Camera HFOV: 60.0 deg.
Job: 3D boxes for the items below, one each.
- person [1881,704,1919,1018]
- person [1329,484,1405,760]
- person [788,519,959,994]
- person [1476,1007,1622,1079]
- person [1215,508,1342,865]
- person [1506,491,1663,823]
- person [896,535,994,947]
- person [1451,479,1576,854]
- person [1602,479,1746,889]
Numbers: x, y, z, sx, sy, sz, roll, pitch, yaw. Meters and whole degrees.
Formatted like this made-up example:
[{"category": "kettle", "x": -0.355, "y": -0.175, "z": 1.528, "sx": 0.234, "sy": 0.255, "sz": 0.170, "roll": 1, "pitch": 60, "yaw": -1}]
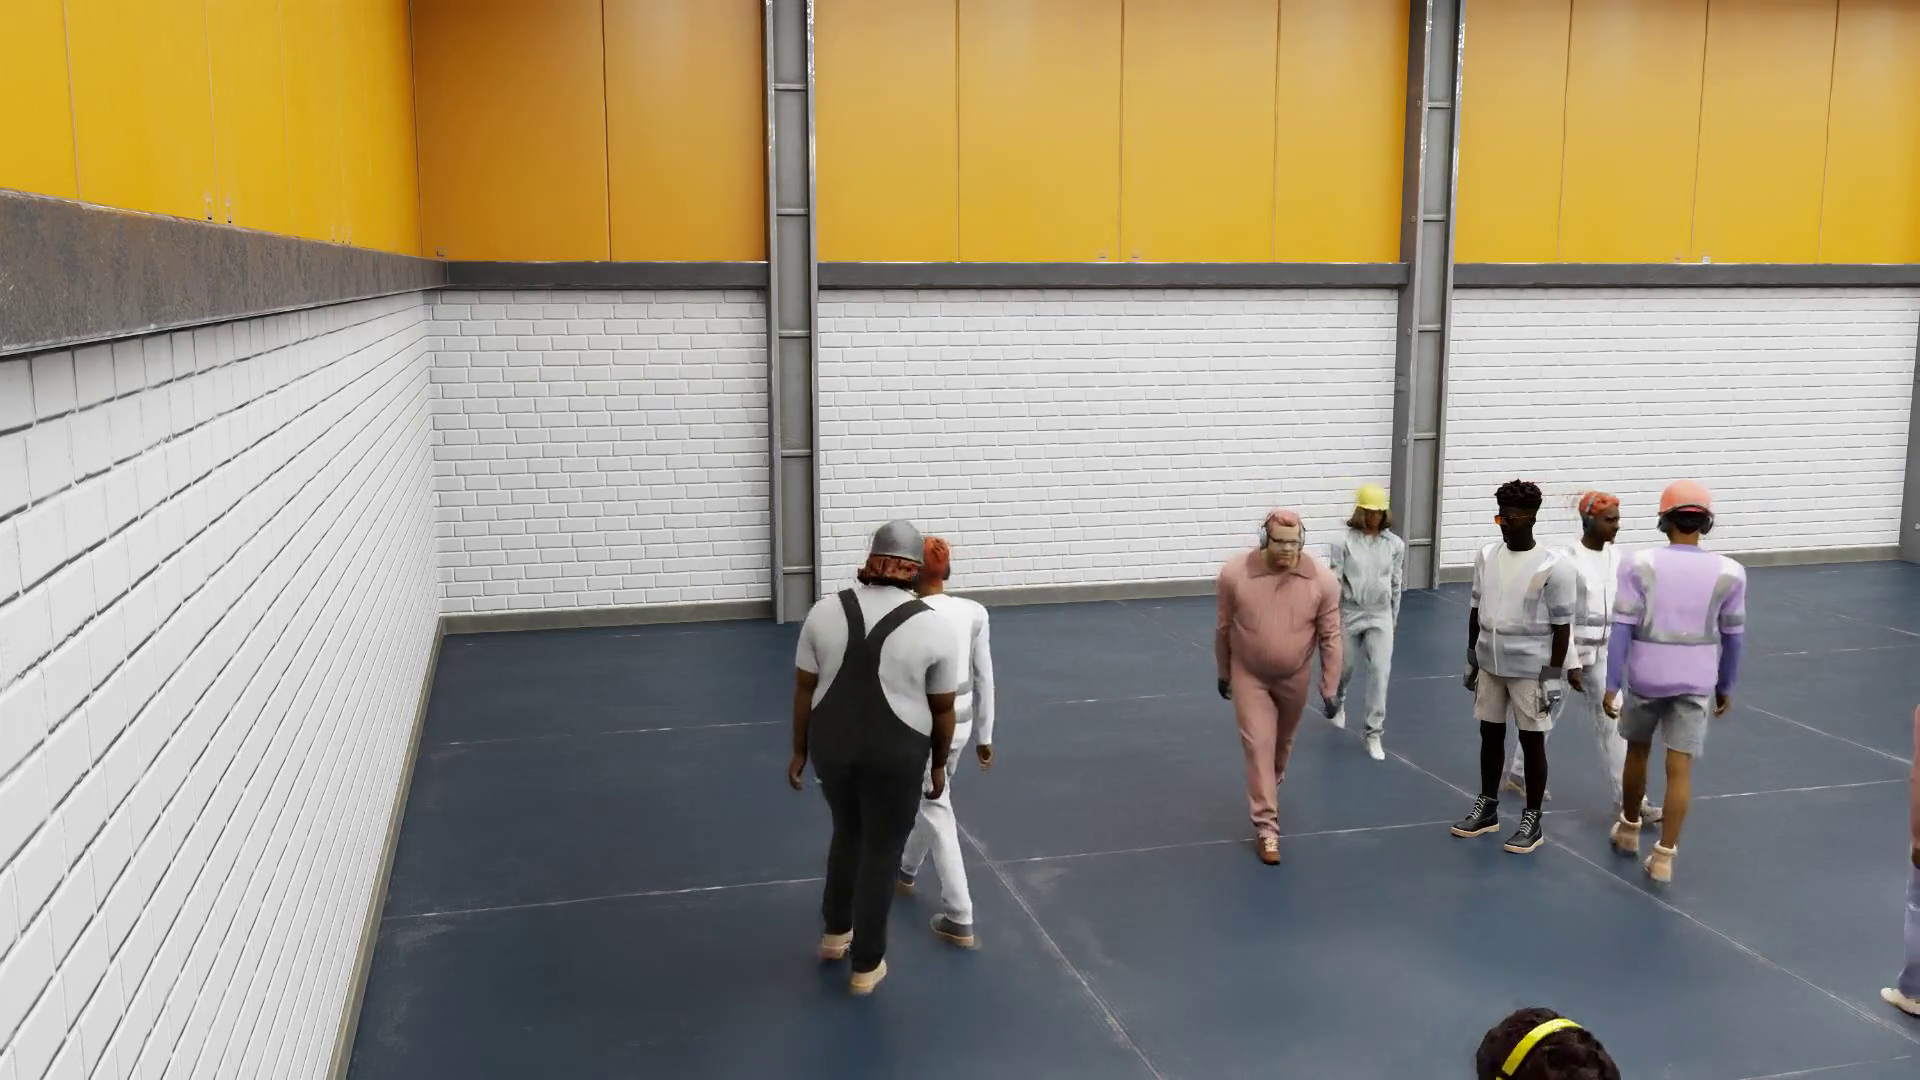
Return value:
[{"category": "person", "x": 3.972, "y": 1.133, "z": 6.491, "sx": 0.528, "sy": 1.746, "sz": 0.781, "roll": 0, "pitch": 9, "yaw": 1}, {"category": "person", "x": 2.578, "y": 0.477, "z": 10.655, "sx": 0.489, "sy": 1.719, "sz": 0.780, "roll": 0, "pitch": 9, "yaw": 1}, {"category": "person", "x": -0.335, "y": 0.880, "z": 7.129, "sx": 0.734, "sy": 2.000, "sz": 0.674, "roll": 3, "pitch": 10, "yaw": 20}, {"category": "person", "x": 0.913, "y": 1.657, "z": 2.872, "sx": 0.545, "sy": 1.848, "sz": 0.471, "roll": -4, "pitch": 10, "yaw": -24}, {"category": "person", "x": 1.692, "y": 0.705, "z": 8.924, "sx": 0.647, "sy": 1.832, "sz": 1.044, "roll": 1, "pitch": 9, "yaw": 4}, {"category": "person", "x": 3.498, "y": 0.643, "z": 9.298, "sx": 0.579, "sy": 1.833, "sz": 1.004, "roll": -5, "pitch": 10, "yaw": -26}, {"category": "person", "x": -0.197, "y": 0.881, "z": 7.744, "sx": 0.575, "sy": 1.831, "sz": 0.991, "roll": -7, "pitch": 11, "yaw": -35}, {"category": "person", "x": 2.919, "y": 0.653, "z": 8.777, "sx": 0.365, "sy": 1.965, "sz": 0.608, "roll": -7, "pitch": 11, "yaw": -36}, {"category": "person", "x": 3.584, "y": 0.689, "z": 8.421, "sx": 0.648, "sy": 2.002, "sz": 0.872, "roll": 2, "pitch": 9, "yaw": 14}]
